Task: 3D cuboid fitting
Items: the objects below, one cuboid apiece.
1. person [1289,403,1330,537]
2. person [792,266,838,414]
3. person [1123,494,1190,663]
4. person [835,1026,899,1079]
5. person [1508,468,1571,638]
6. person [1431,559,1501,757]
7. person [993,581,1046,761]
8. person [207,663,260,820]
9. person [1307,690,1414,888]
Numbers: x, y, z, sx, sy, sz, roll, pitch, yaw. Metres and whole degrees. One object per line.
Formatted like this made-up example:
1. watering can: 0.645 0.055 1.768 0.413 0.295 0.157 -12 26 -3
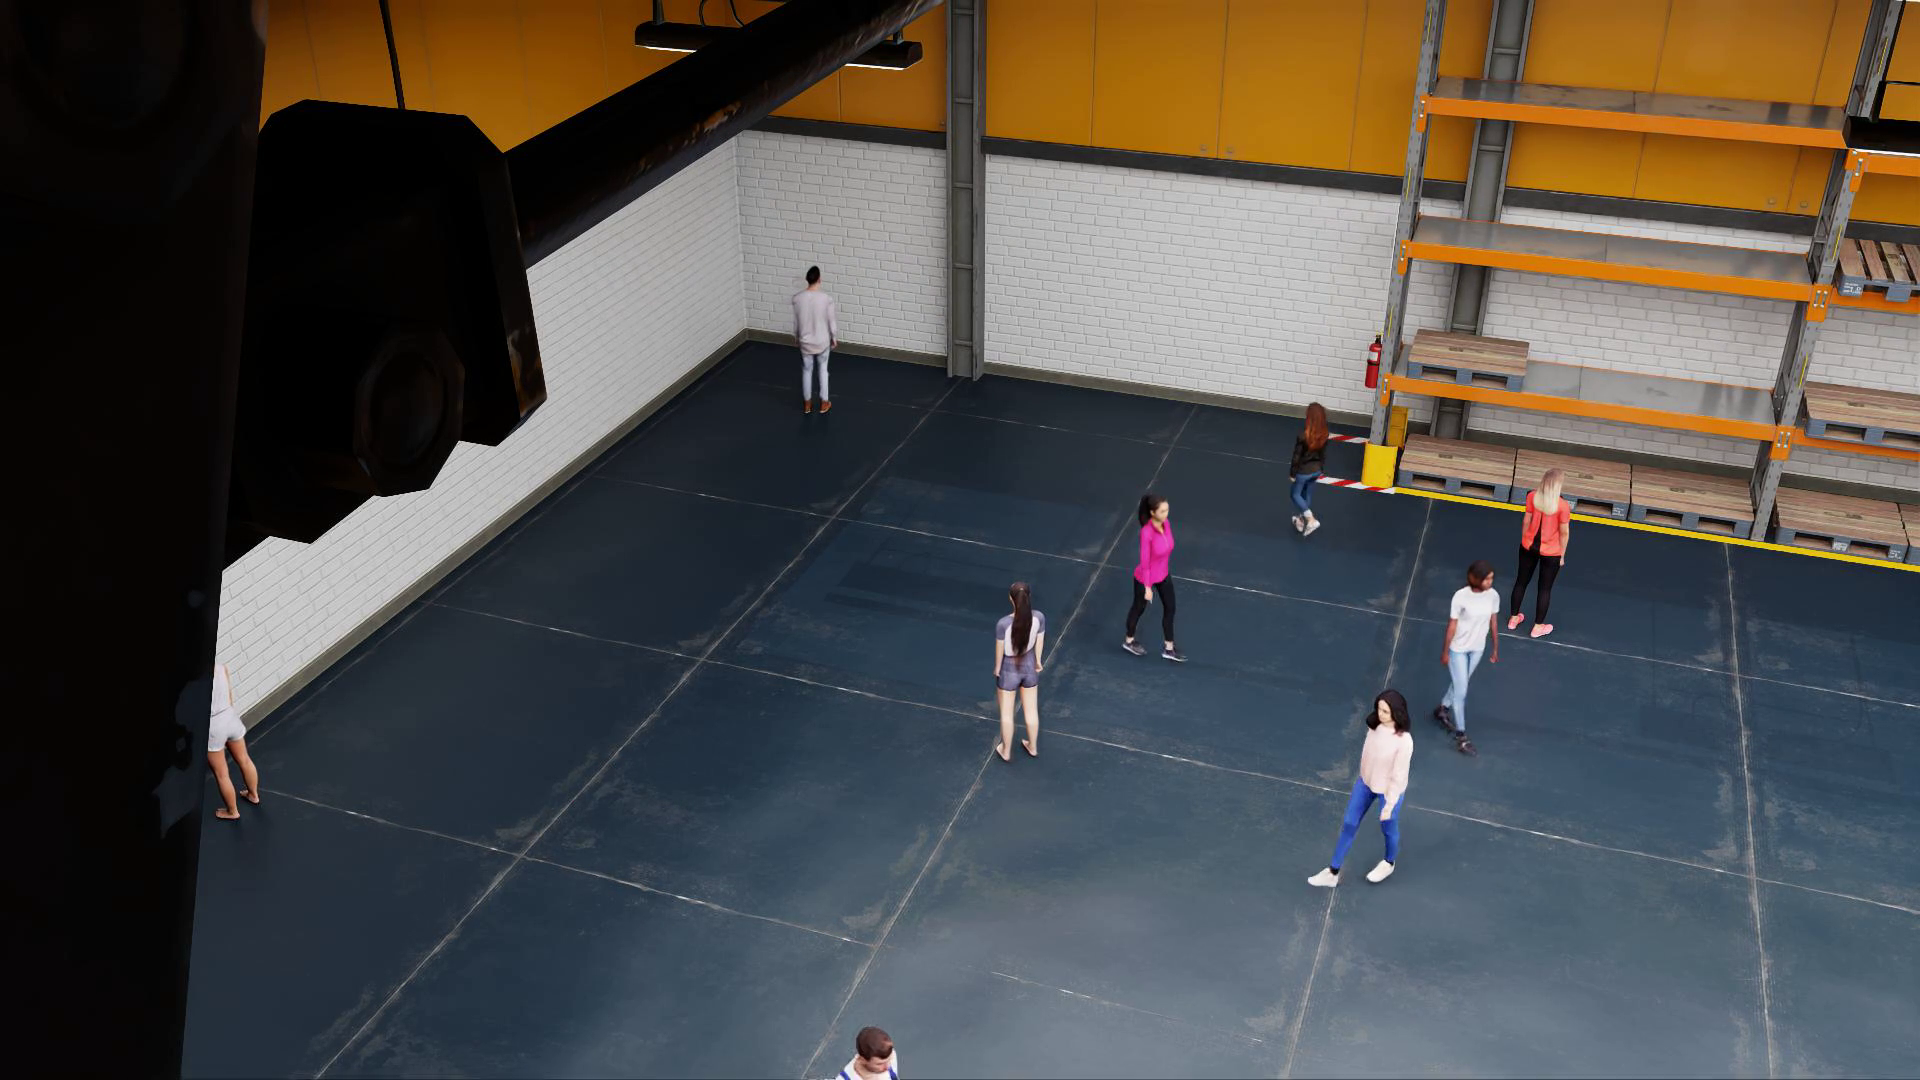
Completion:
1. person: 3.623 -0.703 17.183 0.806 1.469 0.871 -13 31 -23
2. person: -1.744 -2.403 19.915 0.607 1.837 0.800 2 29 4
3. person: 1.665 0.317 15.095 0.966 1.677 0.787 23 36 35
4. person: -0.576 3.338 9.406 0.911 1.824 0.830 21 35 34
5. person: 5.405 0.097 15.483 0.734 1.693 0.608 -25 37 -38
6. person: 4.228 0.898 14.009 0.986 1.698 1.017 -10 30 -17
7. person: 0.485 1.086 13.720 0.647 1.646 0.717 -11 31 -20
8. person: -5.823 1.474 13.053 0.585 1.601 0.599 14 32 24
9. person: 3.174 1.826 12.266 1.101 1.737 1.061 -14 32 -24
